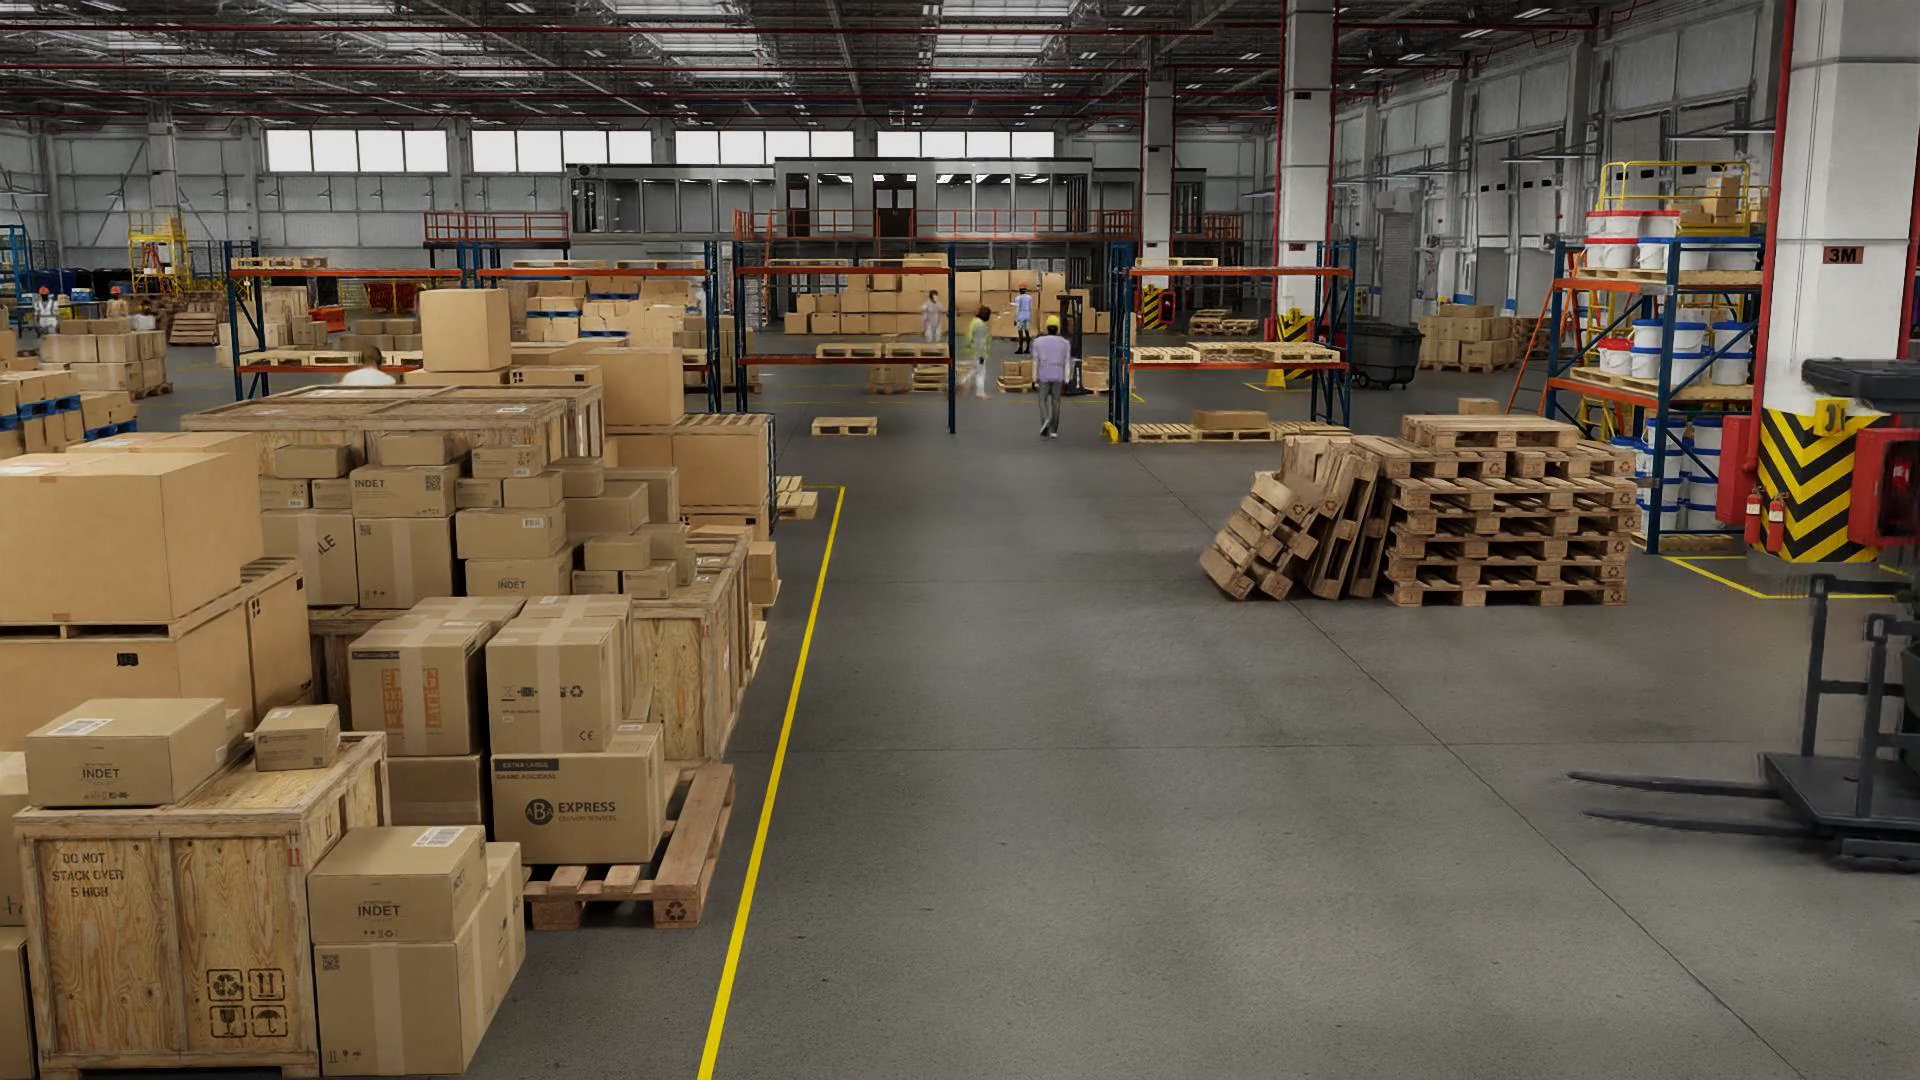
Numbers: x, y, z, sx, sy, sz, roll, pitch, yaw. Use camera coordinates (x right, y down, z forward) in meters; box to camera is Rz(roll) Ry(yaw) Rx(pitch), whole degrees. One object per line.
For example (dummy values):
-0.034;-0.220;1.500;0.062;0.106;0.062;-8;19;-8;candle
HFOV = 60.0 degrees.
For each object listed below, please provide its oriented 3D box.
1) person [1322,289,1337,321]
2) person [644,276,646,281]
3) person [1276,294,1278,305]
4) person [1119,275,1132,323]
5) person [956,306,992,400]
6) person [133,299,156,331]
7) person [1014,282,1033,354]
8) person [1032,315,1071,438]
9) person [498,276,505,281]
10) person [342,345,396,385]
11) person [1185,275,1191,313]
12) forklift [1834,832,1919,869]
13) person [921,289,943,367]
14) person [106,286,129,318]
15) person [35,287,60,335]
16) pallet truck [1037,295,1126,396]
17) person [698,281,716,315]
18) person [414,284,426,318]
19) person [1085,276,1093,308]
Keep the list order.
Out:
8.826;-5.118;40.225;0.588;1.907;0.677;8;13;39;person
-11.306;-8.559;59.206;0.361;1.963;0.614;-5;11;-24;person
11.431;-8.412;58.758;0.447;1.826;0.645;9;13;40;person
5.856;-8.567;59.518;0.574;1.868;0.628;6;12;29;person
0.297;-3.570;31.845;0.586;1.815;0.676;-2;10;-11;person
-16.770;-4.020;34.235;0.479;1.855;0.548;6;12;32;person
1.698;-6.003;45.048;0.546;1.938;0.360;-7;12;-34;person
1.413;-2.528;25.793;0.603;1.903;0.420;0;10;-2;person
-18.033;-9.616;65.481;0.538;1.826;0.407;-6;12;-32;person
-6.571;-1.228;18.607;0.644;1.893;1.017;0;10;2;person
9.725;-10.718;71.164;0.397;1.990;0.622;2;10;9;person
5.302;0.150;8.144;1.873;2.768;1.129;2;10;12;forklift
-0.715;-5.037;39.738;0.640;1.923;0.670;-9;14;-41;person
-21.814;-5.653;43.203;0.537;1.914;0.890;1;10;8;person
-23.343;-5.538;42.584;0.558;1.904;0.954;-2;10;-11;person
2.483;-3.881;33.060;1.885;1.965;0.823;-7;13;-36;pallet truck
-7.821;-7.068;51.258;0.541;1.849;0.477;-8;13;-38;person
-16.592;-7.053;51.511;0.549;1.716;0.926;0;10;2;person
4.789;-8.959;62.061;0.297;1.744;0.487;7;12;33;person
